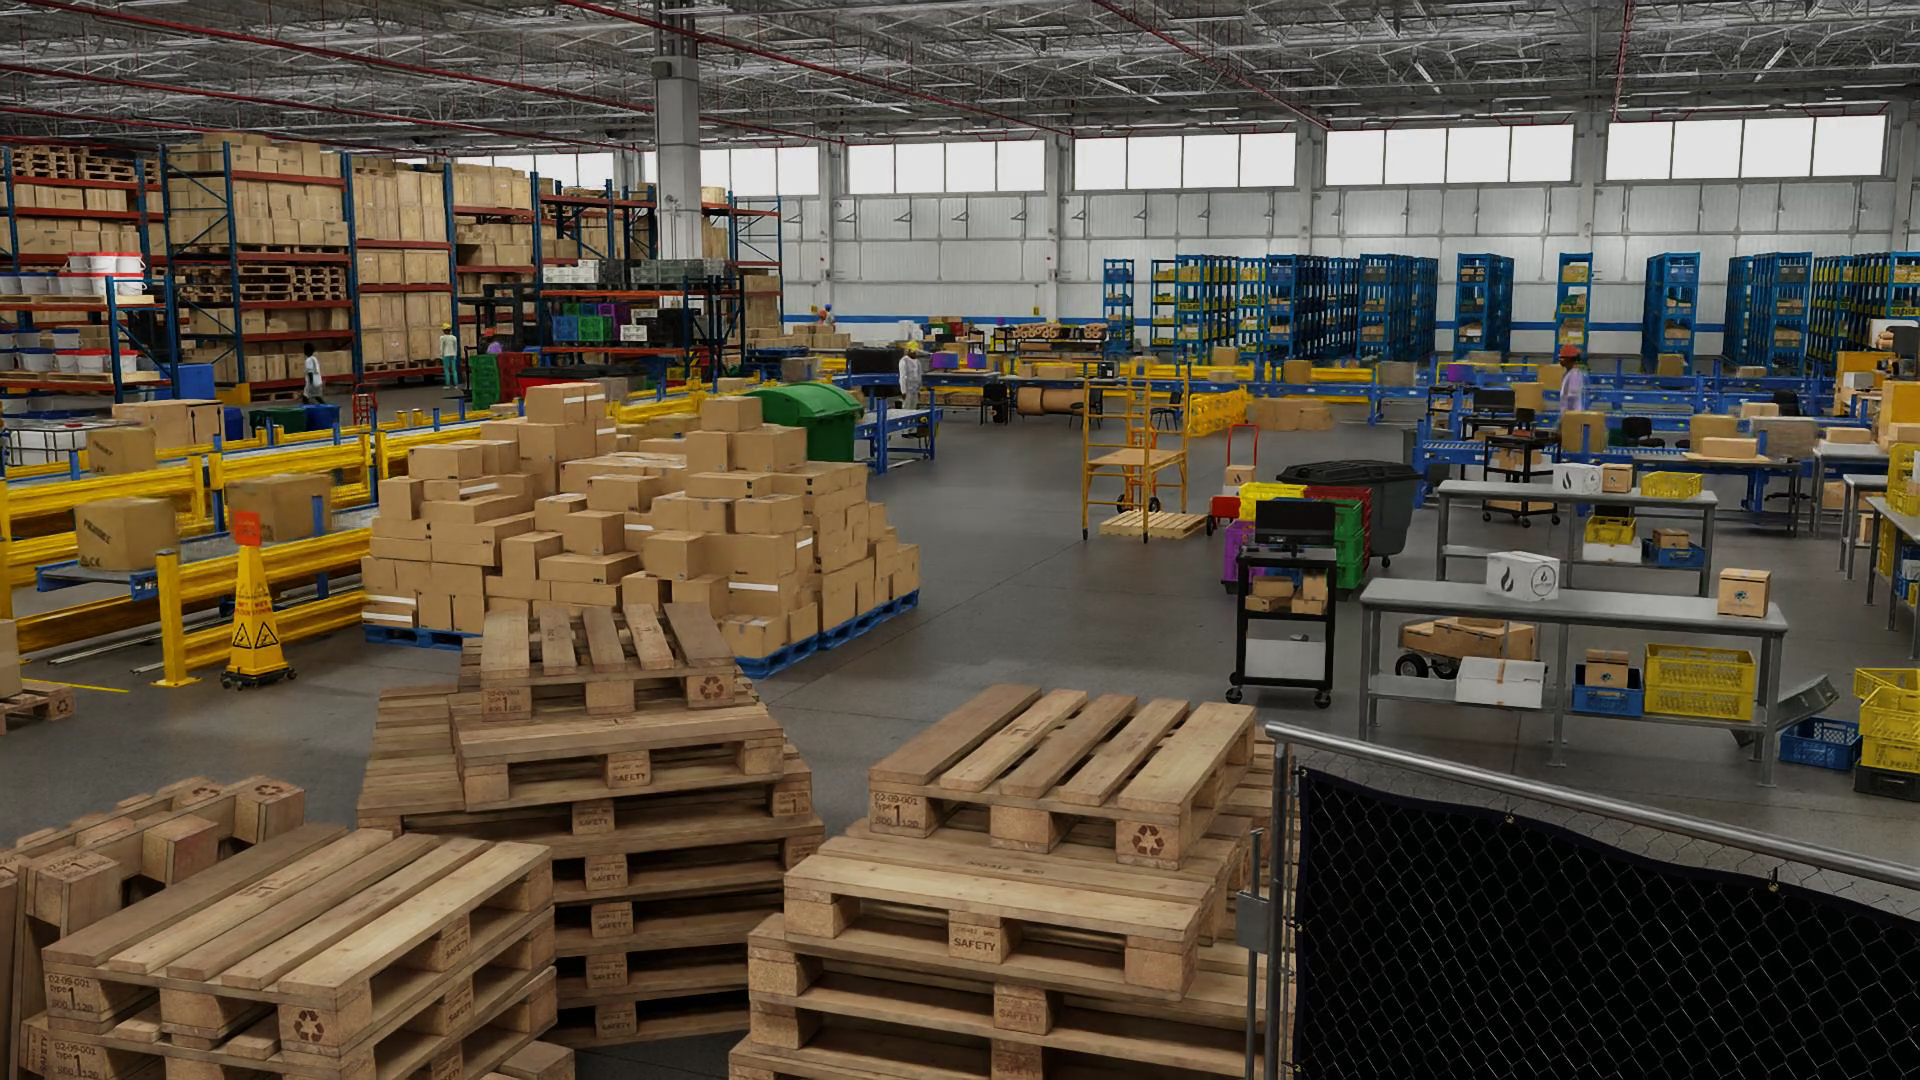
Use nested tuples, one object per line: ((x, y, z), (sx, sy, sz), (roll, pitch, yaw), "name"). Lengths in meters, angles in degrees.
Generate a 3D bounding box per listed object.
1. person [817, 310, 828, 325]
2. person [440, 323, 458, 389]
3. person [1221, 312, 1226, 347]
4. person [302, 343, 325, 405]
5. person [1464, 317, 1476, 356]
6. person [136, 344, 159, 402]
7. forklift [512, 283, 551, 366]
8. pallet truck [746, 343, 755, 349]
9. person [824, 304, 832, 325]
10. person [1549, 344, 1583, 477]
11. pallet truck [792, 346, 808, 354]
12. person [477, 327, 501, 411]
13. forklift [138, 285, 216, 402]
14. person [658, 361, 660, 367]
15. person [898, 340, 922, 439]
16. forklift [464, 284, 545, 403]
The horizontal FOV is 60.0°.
((-4.329, -6.230, 52.131), (0.929, 1.954, 0.625), (-2, 9, -12), "person")
((-13.623, -4.881, 44.259), (0.338, 1.757, 0.517), (6, 11, 34), "person")
((9.292, -7.190, 58.545), (0.403, 1.823, 0.588), (-5, 10, -30), "person")
((-13.195, -3.145, 33.617), (0.814, 1.657, 0.555), (-1, 9, -6), "person")
((15.834, -6.034, 51.365), (0.796, 1.811, 0.632), (7, 12, 39), "person")
((-16.654, -3.195, 34.054), (0.265, 1.632, 0.508), (4, 10, 24), "person")
((-11.710, -5.628, 45.425), (1.129, 2.768, 1.873), (3, 10, 20), "forklift")
((-6.183, -4.618, 44.264), (1.601, 1.201, 0.680), (-9, 12, -43), "pallet truck")
((-5.238, -8.304, 65.365), (0.626, 1.892, 0.771), (8, 12, 41), "person")
((8.923, -1.870, 24.506), (0.505, 2.023, 0.634), (2, 9, 11), "person")
((-3.705, -4.298, 42.022), (0.653, 1.274, 1.630), (3, 10, 20), "pallet truck")
((-10.288, -3.677, 36.287), (0.841, 1.893, 0.538), (-6, 11, -35), "person")
((-17.480, -4.200, 36.461), (1.873, 2.768, 1.129), (3, 10, 19), "forklift")
((-7.343, -4.513, 41.963), (0.599, 1.742, 0.449), (-6, 11, -35), "person")
((-0.907, -2.790, 30.903), (0.404, 1.828, 0.592), (5, 10, 29), "person")
((-10.832, -4.702, 39.610), (1.129, 2.768, 1.873), (3, 10, 20), "forklift")
